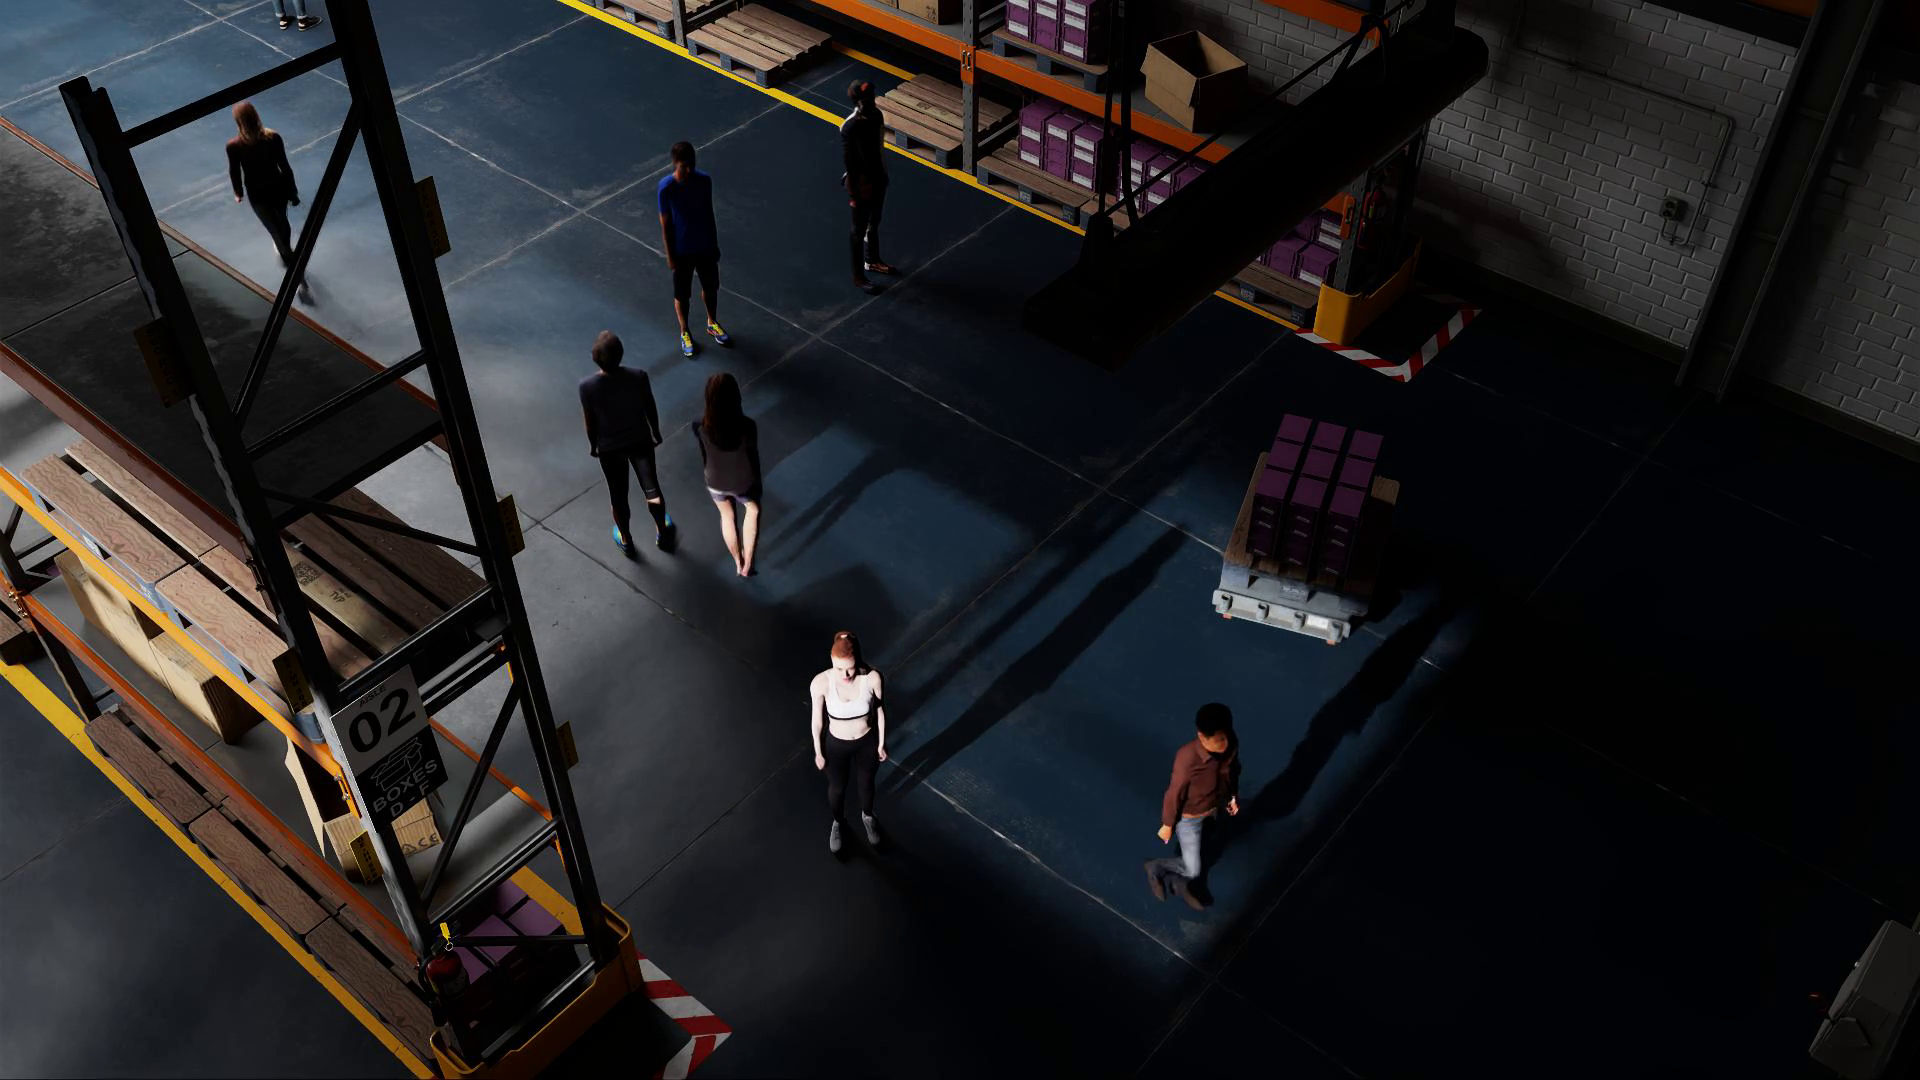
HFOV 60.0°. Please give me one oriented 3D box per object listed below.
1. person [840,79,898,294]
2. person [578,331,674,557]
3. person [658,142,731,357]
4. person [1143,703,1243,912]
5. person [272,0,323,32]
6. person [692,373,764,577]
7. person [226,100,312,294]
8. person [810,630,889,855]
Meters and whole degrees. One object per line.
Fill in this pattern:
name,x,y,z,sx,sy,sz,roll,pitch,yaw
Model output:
person,-0.792,-3.010,14.021,0.648,1.893,0.719,21,47,21
person,-2.325,-0.668,11.565,0.757,1.889,0.773,-12,45,-12
person,-2.158,-2.370,13.366,0.684,1.869,0.679,-21,47,-20
person,1.267,1.467,9.411,0.695,1.770,0.693,-33,53,-30
person,-7.236,-6.272,17.498,0.650,1.820,0.797,11,45,11
person,-1.585,-0.359,11.364,0.751,1.720,0.810,5,44,5
person,-5.802,-2.858,14.027,0.754,1.664,1.166,-30,51,-27
person,-0.638,1.181,9.730,0.669,1.742,0.706,-8,44,-8
